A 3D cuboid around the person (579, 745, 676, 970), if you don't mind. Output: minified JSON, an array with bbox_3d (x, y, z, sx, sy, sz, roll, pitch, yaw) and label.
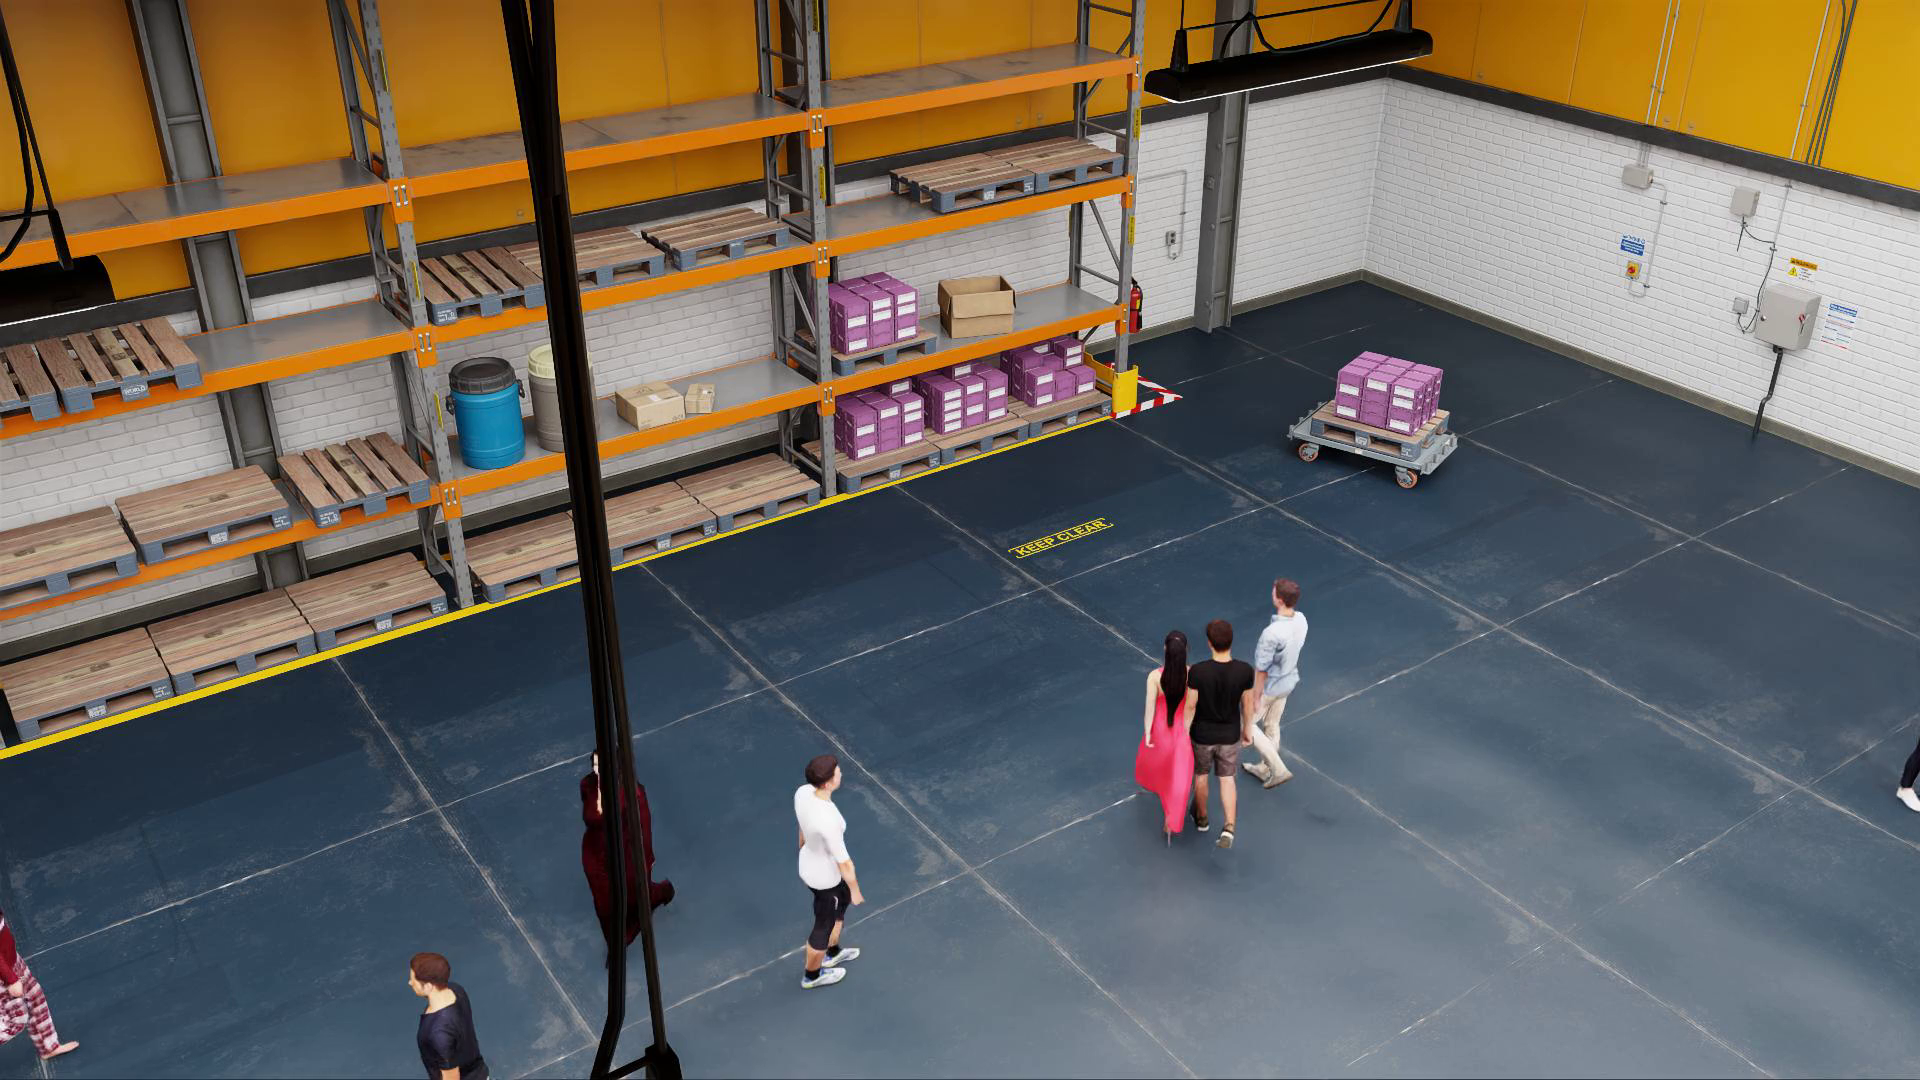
[{"bbox_3d":[-2.264,2.068,11.245,0.949,1.742,1.064,11,30,19],"label":"person"}]

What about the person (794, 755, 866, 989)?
[{"bbox_3d":[-0.982,2.206,10.894,0.740,1.835,0.739,-14,32,-24],"label":"person"}]

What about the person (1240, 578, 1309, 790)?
[{"bbox_3d":[2.482,1.163,12.804,0.747,1.839,0.772,-25,37,-38],"label":"person"}]

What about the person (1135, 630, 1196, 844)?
[{"bbox_3d":[1.586,1.493,12.354,1.076,1.690,1.067,1,29,2],"label":"person"}]

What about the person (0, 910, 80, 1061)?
[{"bbox_3d":[-5.999,2.650,10.237,0.937,1.685,0.693,-14,32,-25],"label":"person"}]

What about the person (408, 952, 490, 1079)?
[{"bbox_3d":[-2.707,3.058,9.332,0.839,1.836,0.796,-3,29,-5],"label":"person"}]

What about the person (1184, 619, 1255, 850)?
[{"bbox_3d":[1.889,1.478,12.231,1.069,1.834,1.058,0,29,-1],"label":"person"}]
